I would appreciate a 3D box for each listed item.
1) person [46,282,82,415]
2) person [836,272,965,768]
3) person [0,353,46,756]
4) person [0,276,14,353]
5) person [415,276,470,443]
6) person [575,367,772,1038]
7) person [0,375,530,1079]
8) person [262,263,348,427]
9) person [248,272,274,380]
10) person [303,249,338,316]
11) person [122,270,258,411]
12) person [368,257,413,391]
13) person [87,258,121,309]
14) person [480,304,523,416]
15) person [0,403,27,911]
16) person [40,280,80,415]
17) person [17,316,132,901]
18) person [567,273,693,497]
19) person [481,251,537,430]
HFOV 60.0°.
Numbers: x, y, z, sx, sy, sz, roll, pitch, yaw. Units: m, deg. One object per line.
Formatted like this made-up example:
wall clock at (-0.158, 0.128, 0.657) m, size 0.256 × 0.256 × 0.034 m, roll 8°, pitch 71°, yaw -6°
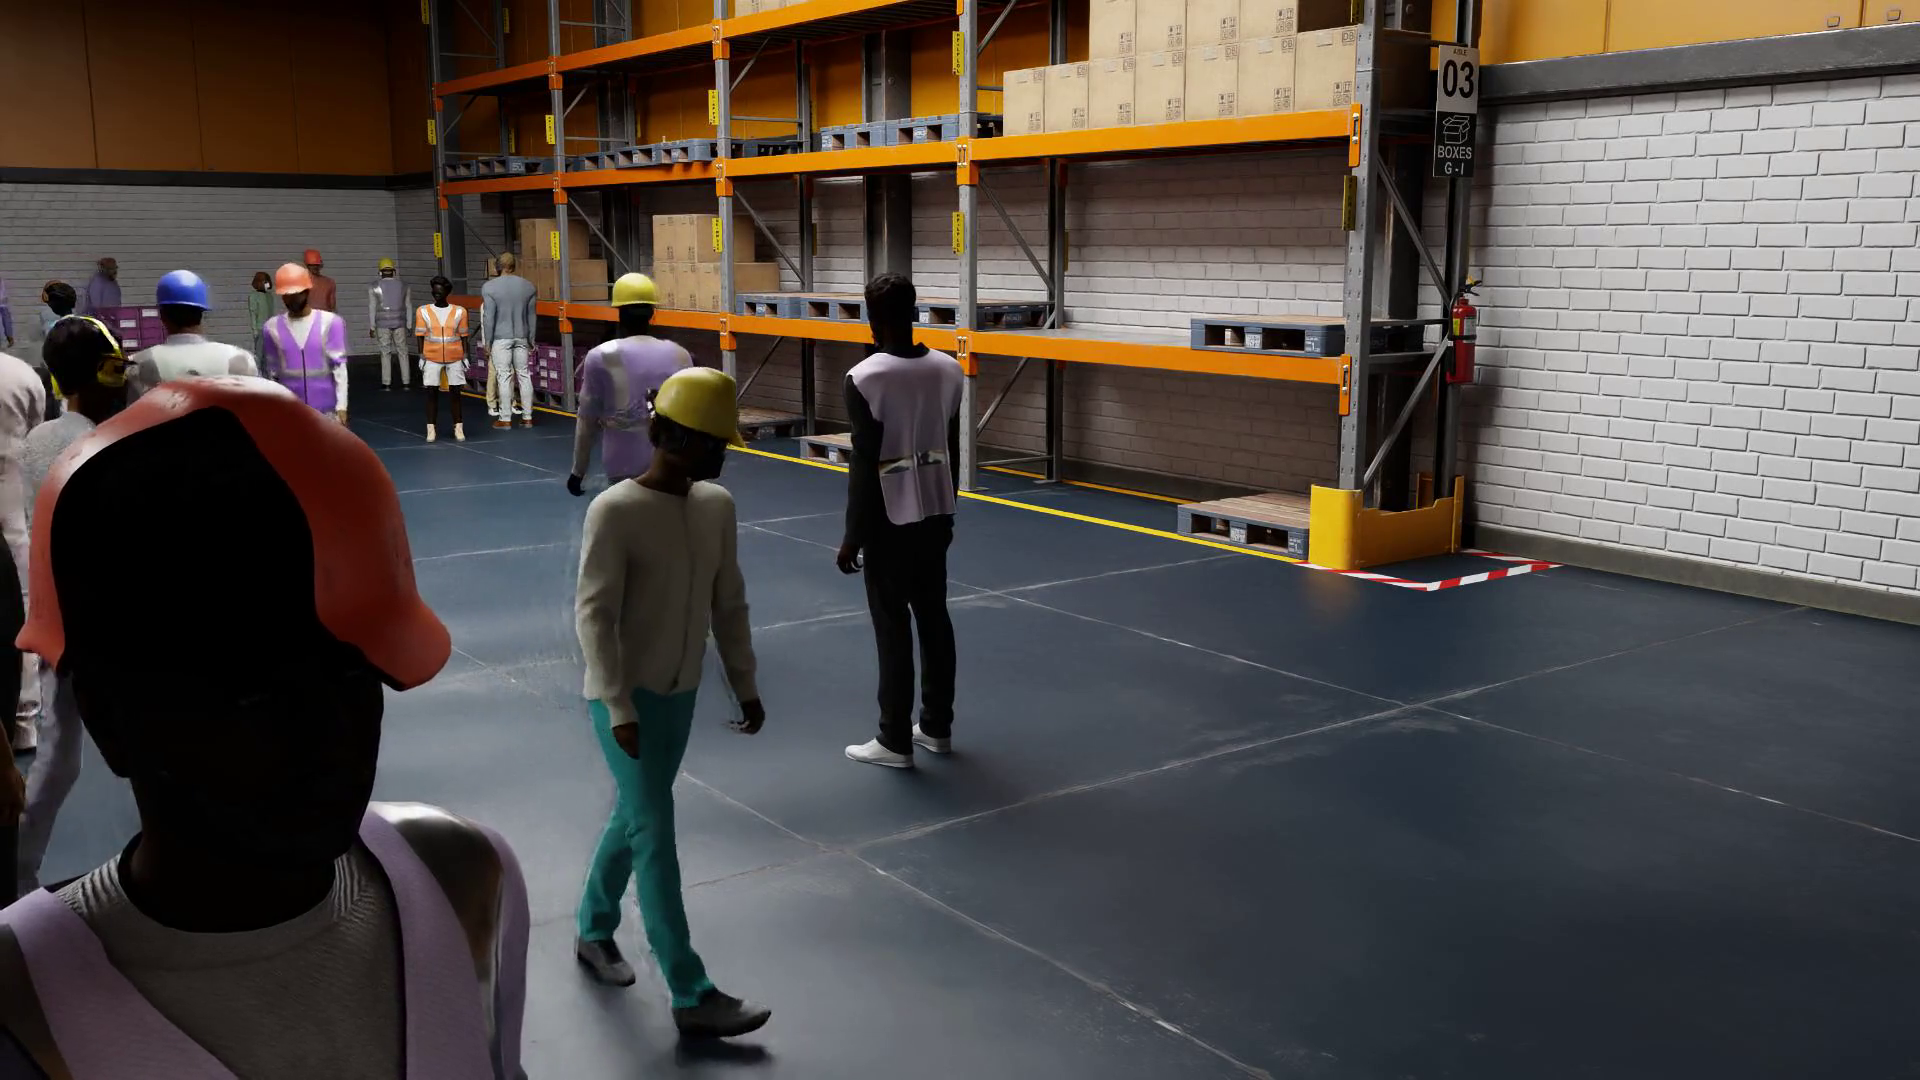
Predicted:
person at (-7.531, -1.330, 14.105) m, size 0.315 × 1.696 × 0.532 m, roll 0°, pitch 10°, yaw -2°
person at (-0.219, -0.071, 6.446) m, size 0.391 × 1.913 × 0.587 m, roll 9°, pitch 14°, yaw 41°
person at (-4.023, -0.093, 6.717) m, size 0.668 × 1.857 × 0.984 m, roll -9°, pitch 14°, yaw -41°
person at (-11.301, -2.403, 19.227) m, size 0.657 × 2.013 × 0.553 m, roll -9°, pitch 14°, yaw -42°
person at (-5.266, -1.839, 16.953) m, size 0.530 × 1.695 × 0.321 m, roll -4°, pitch 11°, yaw -20°
person at (-0.782, 0.402, 4.373) m, size 0.801 × 1.705 × 0.548 m, roll 6°, pitch 12°, yaw 29°
person at (-0.480, 0.846, 1.239) m, size 0.358 × 1.936 × 0.552 m, roll 6°, pitch 12°, yaw 30°
person at (-4.488, -0.961, 11.494) m, size 0.543 × 1.901 × 0.869 m, roll -3°, pitch 10°, yaw -14°
person at (-9.617, -2.886, 22.991) m, size 0.267 × 1.632 × 0.507 m, roll 2°, pitch 10°, yaw 11°
person at (-8.504, -2.834, 21.851) m, size 0.630 × 1.964 × 0.930 m, roll -8°, pitch 13°, yaw -36°
person at (-3.351, -0.229, 7.371) m, size 0.619 × 1.918 × 0.855 m, roll -7°, pitch 13°, yaw -36°
person at (-7.831, -2.961, 22.868) m, size 0.601 × 1.827 × 0.404 m, roll -7°, pitch 12°, yaw -32°
person at (-12.258, -3.108, 23.745) m, size 1.071 × 1.827 × 0.646 m, roll 2°, pitch 10°, yaw 9°
person at (-5.401, -2.274, 19.606) m, size 0.285 × 1.624 × 0.495 m, roll 10°, pitch 14°, yaw 44°
person at (-2.243, 0.444, 3.750) m, size 0.345 × 1.846 × 0.508 m, roll -10°, pitch 14°, yaw -44°
person at (-9.558, -1.941, 17.702) m, size 0.279 × 1.633 × 0.500 m, roll 3°, pitch 10°, yaw 15°
person at (-2.451, 0.271, 4.813) m, size 0.504 × 1.811 × 0.952 m, roll 6°, pitch 12°, yaw 31°
person at (-1.633, -0.399, 8.397) m, size 0.589 × 1.879 × 0.993 m, roll -10°, pitch 14°, yaw -43°
person at (-4.913, -2.174, 18.155) m, size 0.635 × 1.937 × 0.361 m, roll -9°, pitch 14°, yaw -41°
